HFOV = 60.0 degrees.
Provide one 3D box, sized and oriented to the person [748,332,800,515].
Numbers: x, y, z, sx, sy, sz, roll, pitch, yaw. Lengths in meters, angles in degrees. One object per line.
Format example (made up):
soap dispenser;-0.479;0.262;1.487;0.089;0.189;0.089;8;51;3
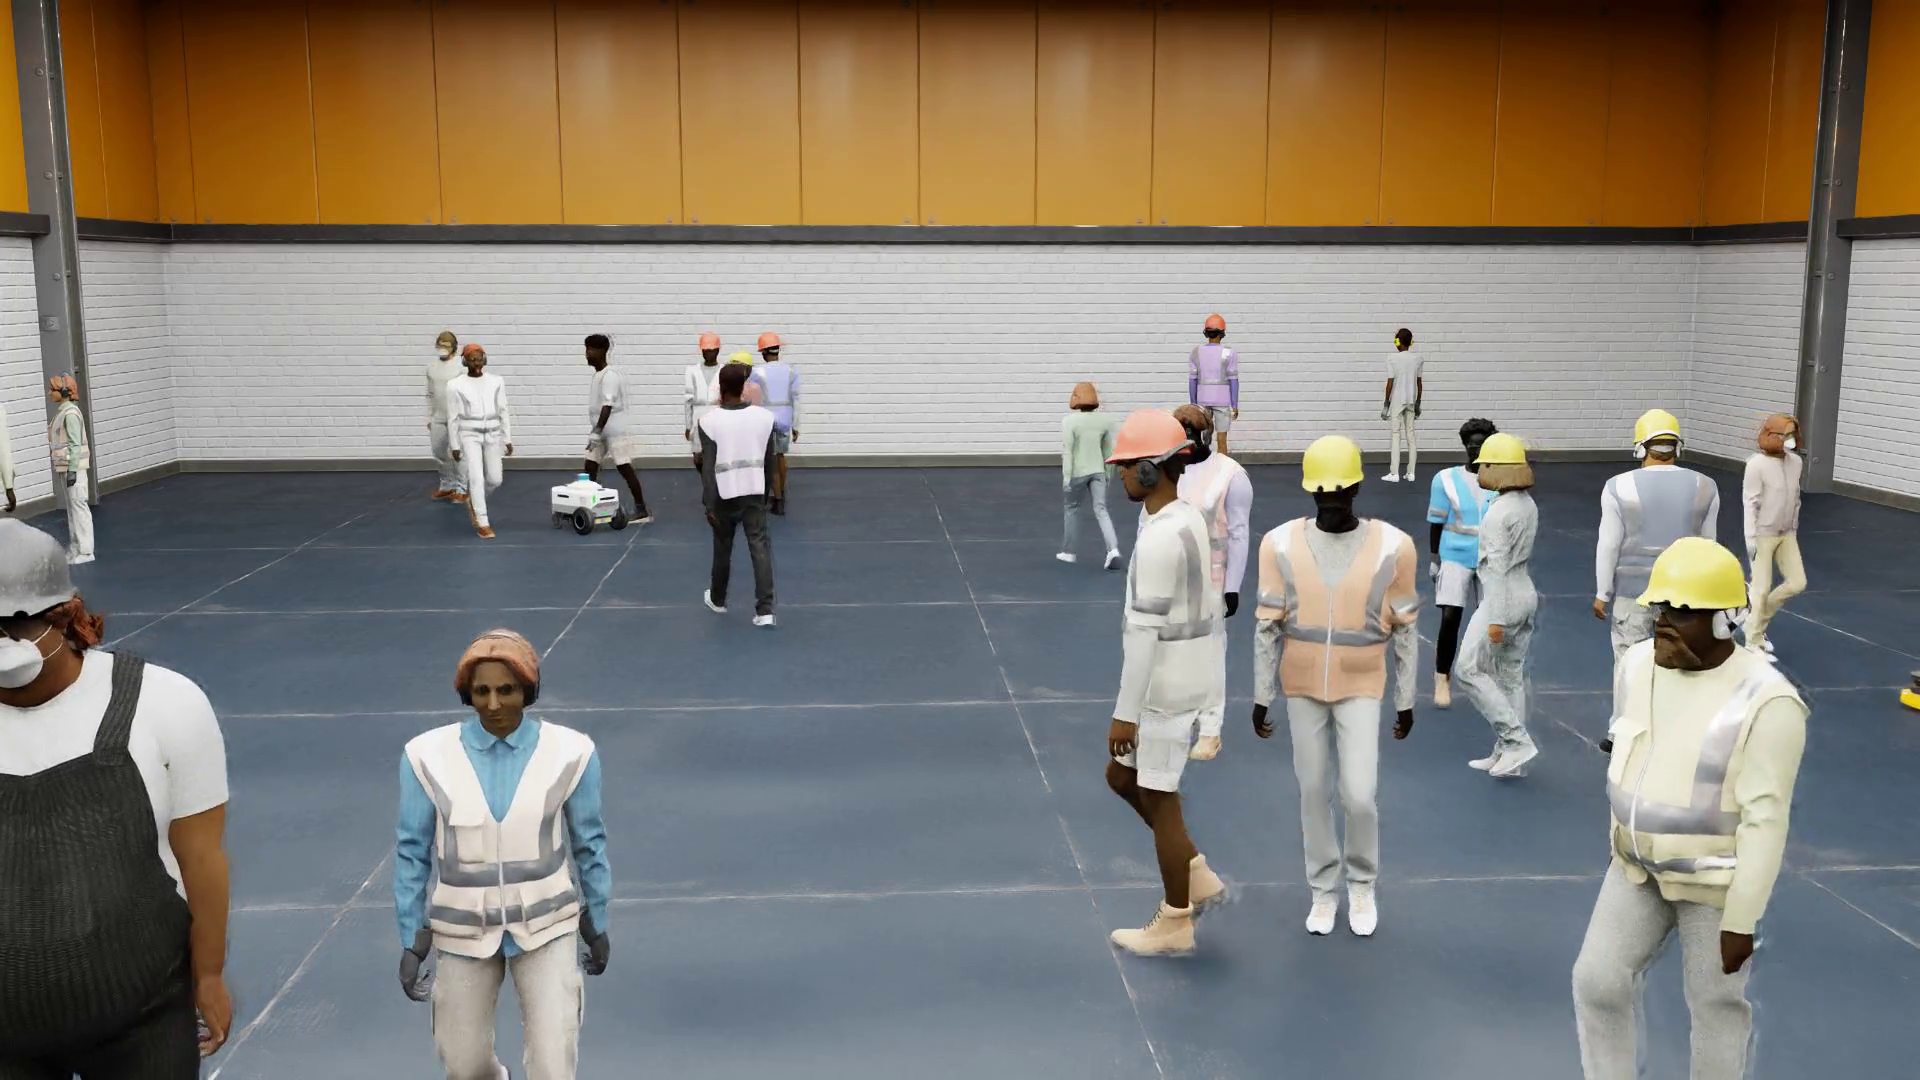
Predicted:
person;-2.013;-1.231;17.564;0.539;1.894;0.841;-5;10;-29

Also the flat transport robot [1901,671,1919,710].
flat transport robot;5.920;0.942;8.980;0.652;0.197;1.431;-2;9;-15

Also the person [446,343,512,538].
person;-4.643;-0.969;16.003;0.589;1.864;0.698;-7;11;-37

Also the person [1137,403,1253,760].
person;1.184;0.214;8.642;0.622;1.845;0.429;6;11;34

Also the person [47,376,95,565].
person;-7.712;-0.607;14.423;0.307;1.641;0.512;-7;11;-37

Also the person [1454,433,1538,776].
person;2.685;0.334;8.262;0.361;1.730;0.491;8;12;41

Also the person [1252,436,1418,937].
person;1.394;0.558;6.257;0.599;1.904;0.441;4;10;22

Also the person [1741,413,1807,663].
person;5.264;-0.011;10.745;0.519;1.618;0.344;-4;10;-25

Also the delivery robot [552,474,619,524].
delivery robot;-3.670;-0.406;16.265;0.707;0.478;0.477;8;12;39

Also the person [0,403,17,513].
person;-7.280;-0.405;12.160;0.646;1.957;0.899;-5;11;-31

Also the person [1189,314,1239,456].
person;2.976;-1.615;19.480;0.608;2.048;0.364;5;10;27

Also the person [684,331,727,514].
person;-2.610;-1.237;17.487;0.560;1.927;0.527;0;9;1

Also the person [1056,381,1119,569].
person;1.113;-0.561;14.262;0.513;1.600;0.818;-4;10;-25

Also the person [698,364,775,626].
person;-1.608;-0.333;12.020;0.593;1.863;1.052;-4;10;-24

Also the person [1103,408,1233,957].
person;0.709;0.536;6.052;0.420;2.022;0.620;2;9;10

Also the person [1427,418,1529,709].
person;2.974;0.139;9.583;0.551;1.689;0.403;1;9;7

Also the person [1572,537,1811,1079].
person;1.872;0.893;4.450;0.640;1.810;0.627;-4;10;-23

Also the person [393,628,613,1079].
person;-1.176;1.011;4.336;0.557;1.621;0.637;-2;9;-13

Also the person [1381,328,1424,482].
person;5.357;-1.632;20.164;0.509;1.865;0.329;-2;9;-15

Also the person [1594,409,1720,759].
person;3.538;0.243;8.510;0.586;1.825;0.403;1;9;4

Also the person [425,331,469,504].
person;-5.542;-1.331;18.177;0.664;1.906;0.482;4;10;23

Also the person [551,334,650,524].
person;-3.570;-1.090;16.575;0.981;1.913;0.623;-5;11;-31

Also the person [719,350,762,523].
person;-2.209;-1.032;16.731;0.533;1.750;0.438;5;11;31
